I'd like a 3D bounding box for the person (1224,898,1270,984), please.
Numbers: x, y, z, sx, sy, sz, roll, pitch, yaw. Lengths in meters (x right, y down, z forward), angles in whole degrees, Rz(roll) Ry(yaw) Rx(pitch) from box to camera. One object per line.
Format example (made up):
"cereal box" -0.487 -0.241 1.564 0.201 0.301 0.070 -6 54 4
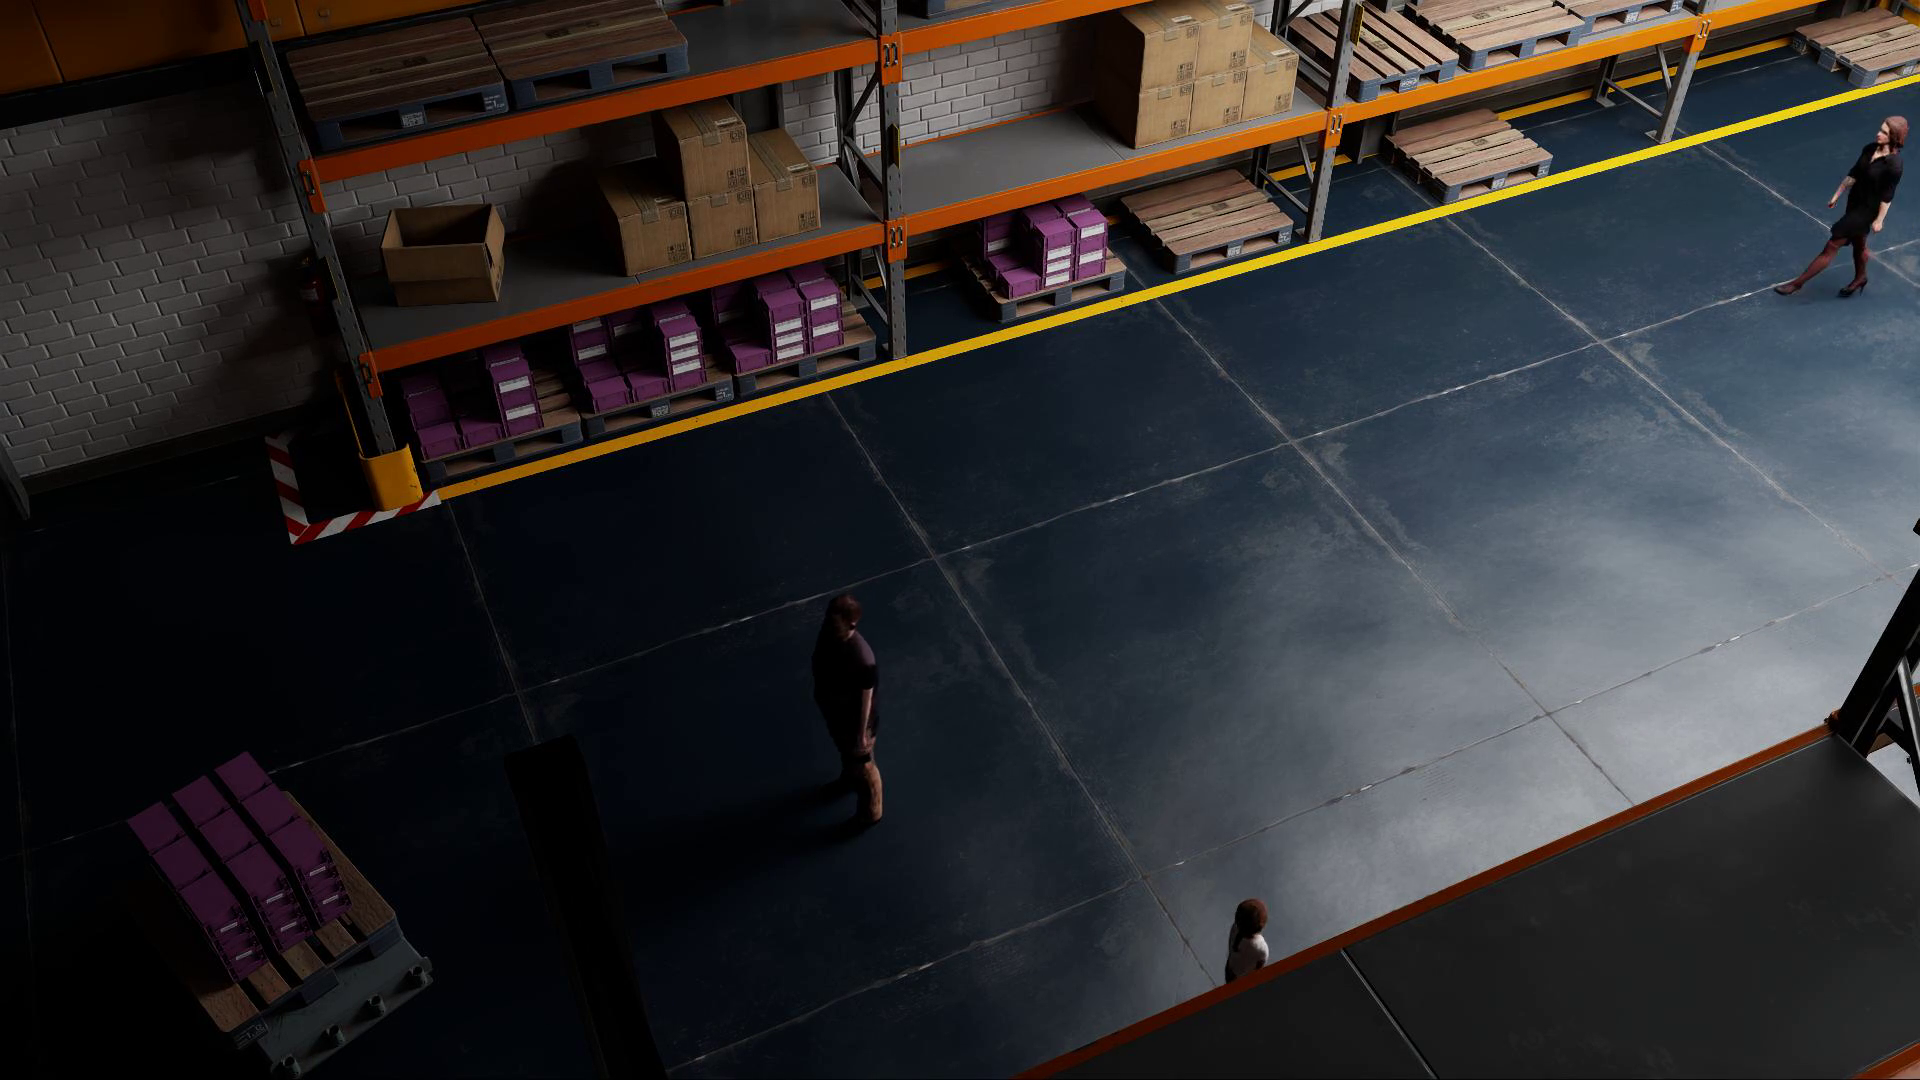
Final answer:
"person" 1.472 2.287 8.811 0.501 1.009 0.473 -22 48 -22

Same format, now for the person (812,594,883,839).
"person" -0.619 0.948 9.614 0.591 1.839 0.671 -20 47 -20

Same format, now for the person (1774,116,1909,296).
"person" 7.413 -2.675 13.547 1.138 1.661 0.830 -5 44 -5
